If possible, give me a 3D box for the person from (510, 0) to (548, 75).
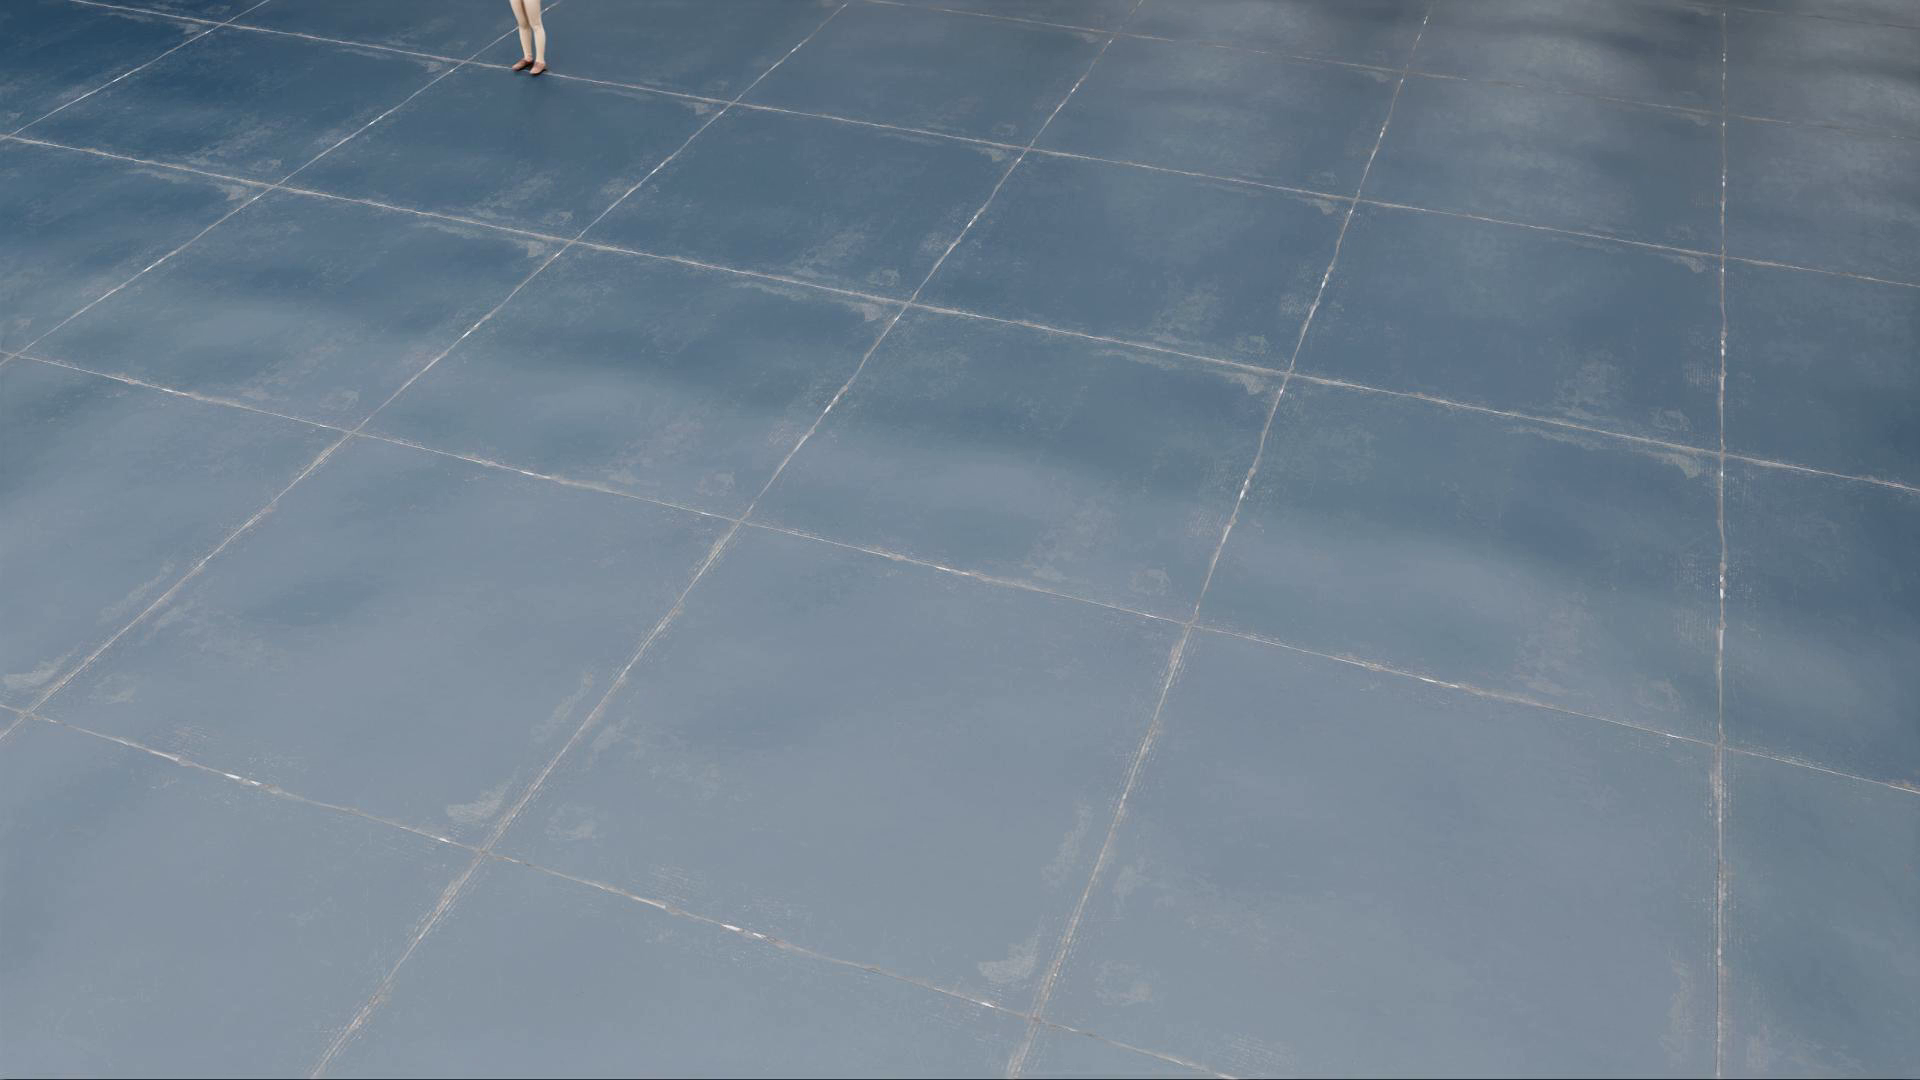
[{"bbox_3d":[-4.261,-5.424,16.251,0.624,1.651,0.572,13,40,16],"label":"person"}]
